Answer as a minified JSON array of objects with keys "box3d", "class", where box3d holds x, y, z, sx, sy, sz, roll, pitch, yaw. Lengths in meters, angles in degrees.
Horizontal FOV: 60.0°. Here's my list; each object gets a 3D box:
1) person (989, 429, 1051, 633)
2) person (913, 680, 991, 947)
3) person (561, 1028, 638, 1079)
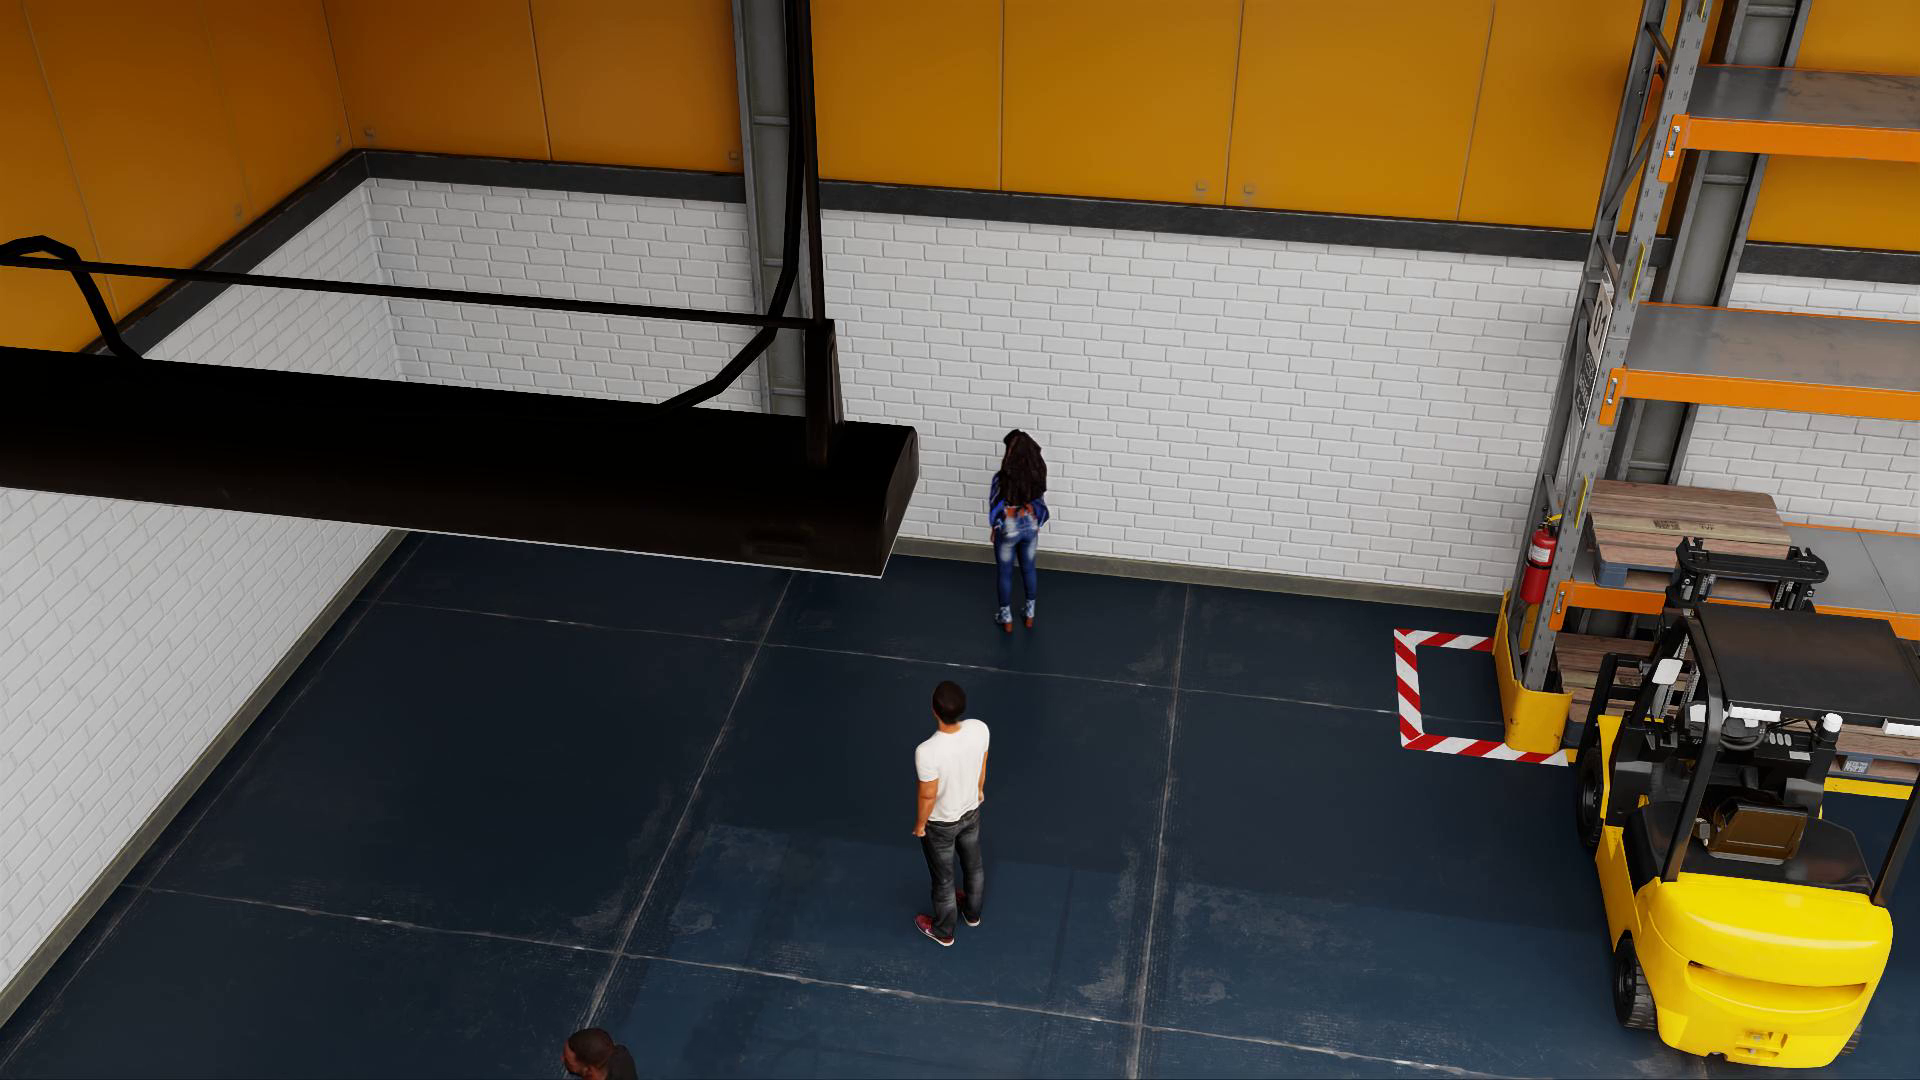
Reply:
[{"box3d":[0.401,-0.072,11.817,0.668,1.622,0.760,-14,36,-21],"class":"person"},{"box3d":[-0.044,1.512,9.278,0.711,1.804,0.747,-25,41,-33],"class":"person"},{"box3d":[-1.448,2.775,7.371,0.722,1.801,0.705,2,34,3],"class":"person"}]
